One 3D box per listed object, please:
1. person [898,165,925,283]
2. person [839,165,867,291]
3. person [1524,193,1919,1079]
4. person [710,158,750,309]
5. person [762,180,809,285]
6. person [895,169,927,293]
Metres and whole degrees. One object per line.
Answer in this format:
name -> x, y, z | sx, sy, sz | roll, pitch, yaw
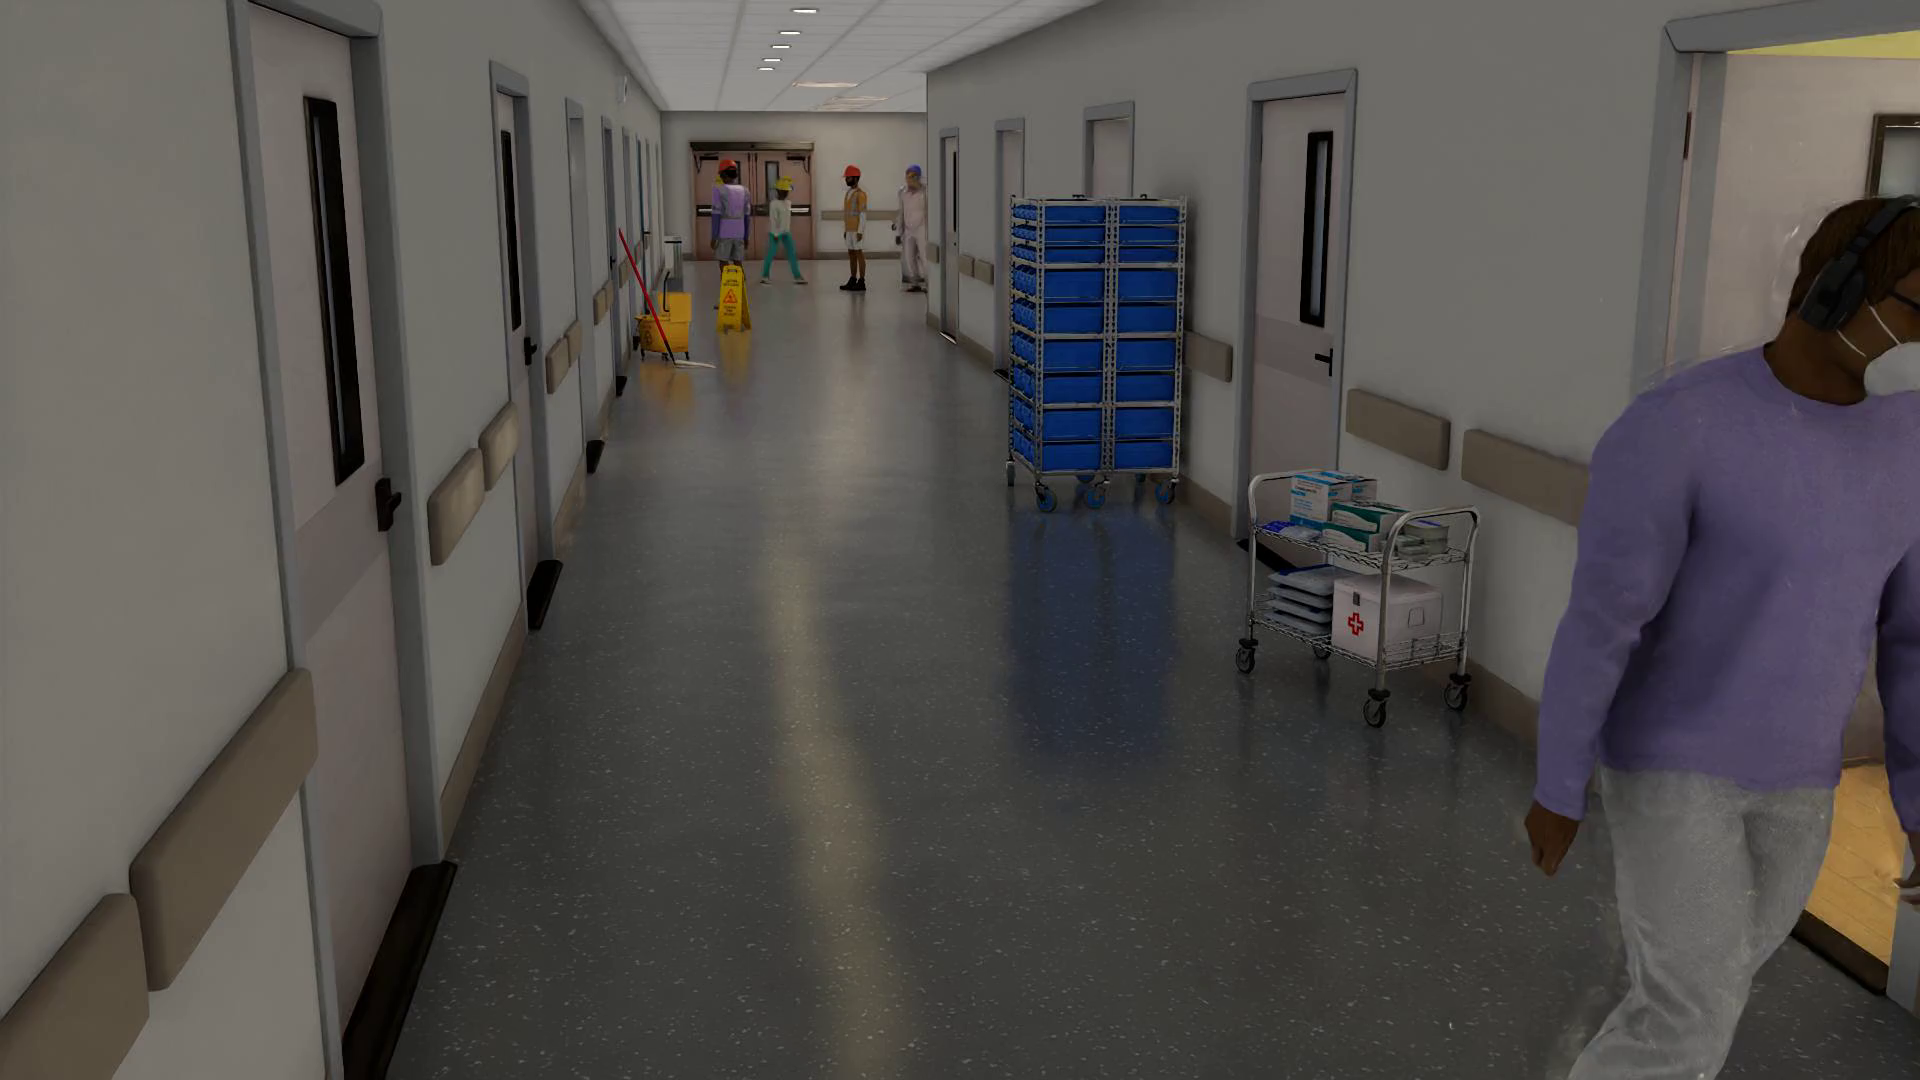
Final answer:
person -> -0.799, -5.278, 27.810 | 0.394, 1.942, 0.601 | 6, 14, 27
person -> -1.666, -4.869, 26.002 | 0.354, 1.939, 0.544 | -8, 15, -32
person -> 1.268, 0.408, 2.683 | 0.665, 1.888, 0.576 | -4, 13, -18
person -> -3.131, -4.148, 22.610 | 0.613, 2.029, 0.407 | -12, 17, -43
person -> -2.937, -5.050, 27.324 | 0.927, 1.708, 0.532 | 10, 16, 37
person -> -0.666, -4.756, 25.668 | 0.688, 1.873, 0.401 | 10, 16, 37
